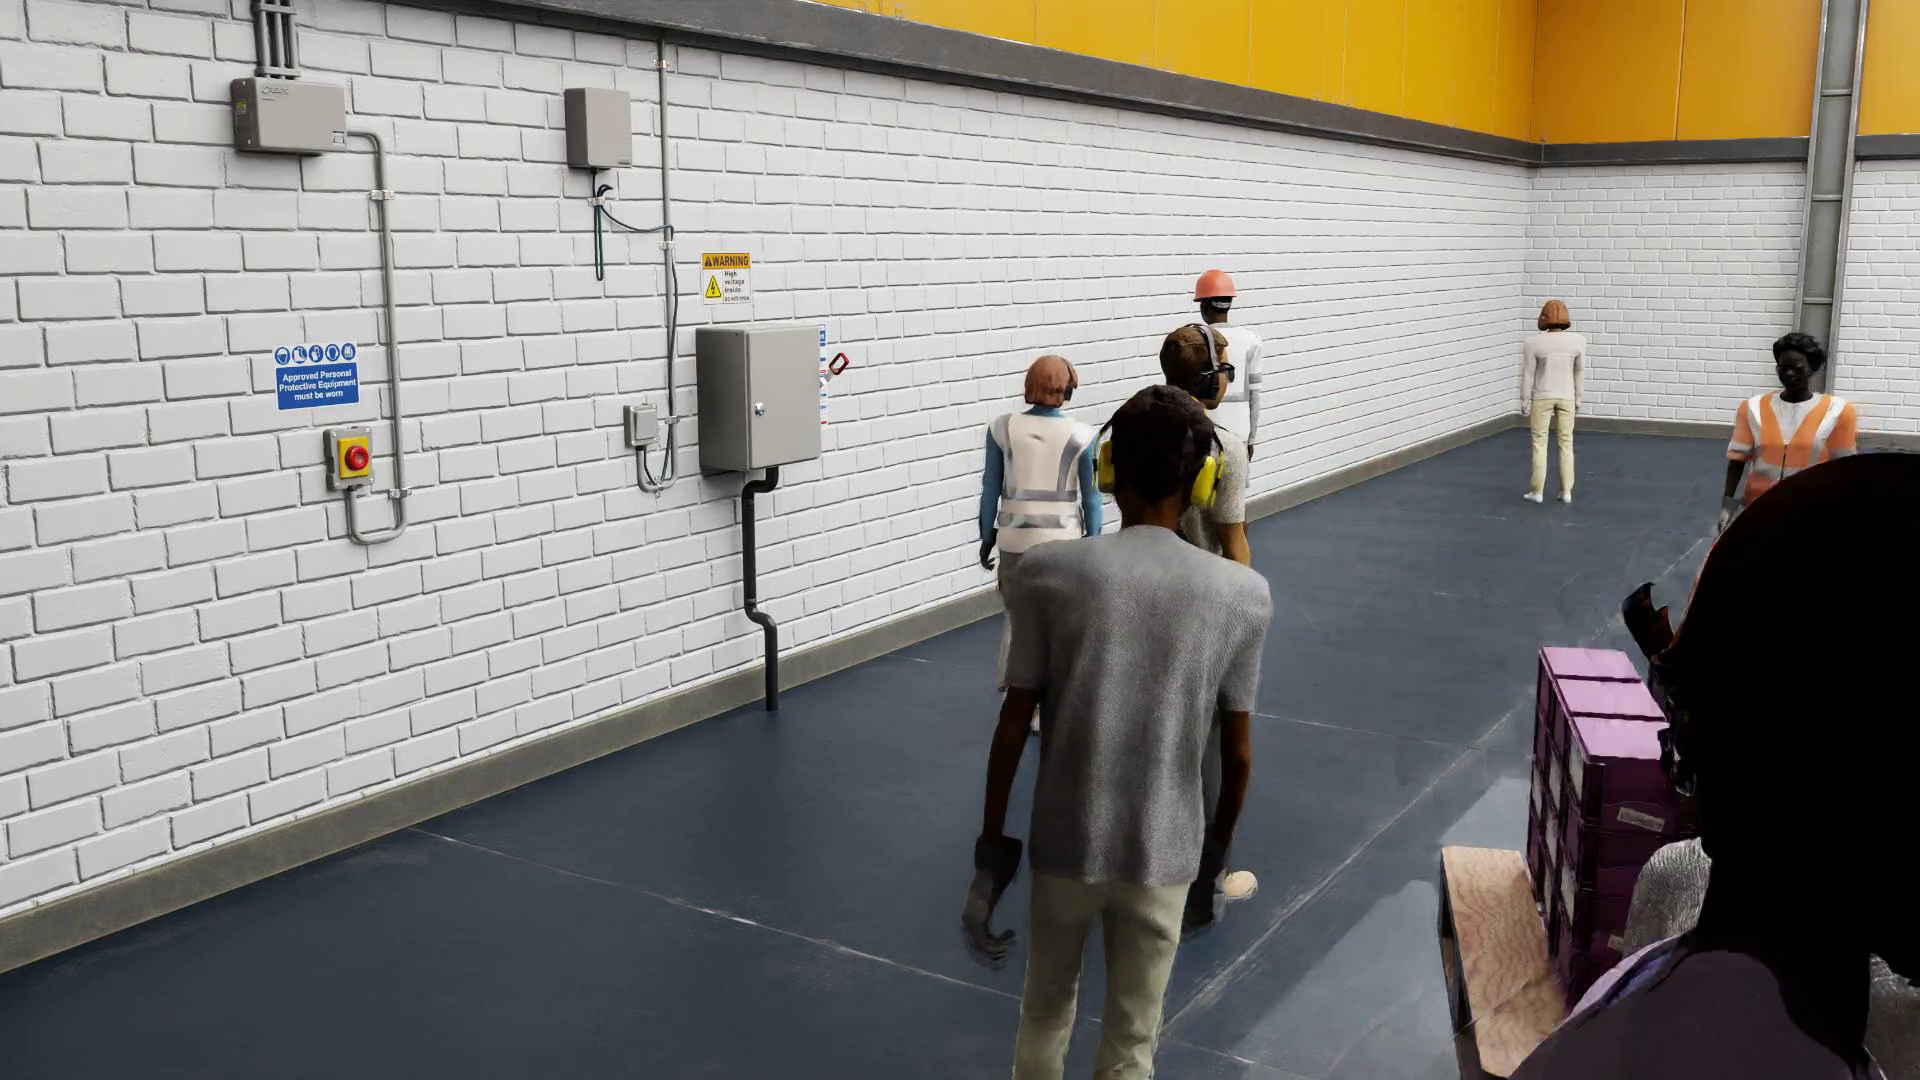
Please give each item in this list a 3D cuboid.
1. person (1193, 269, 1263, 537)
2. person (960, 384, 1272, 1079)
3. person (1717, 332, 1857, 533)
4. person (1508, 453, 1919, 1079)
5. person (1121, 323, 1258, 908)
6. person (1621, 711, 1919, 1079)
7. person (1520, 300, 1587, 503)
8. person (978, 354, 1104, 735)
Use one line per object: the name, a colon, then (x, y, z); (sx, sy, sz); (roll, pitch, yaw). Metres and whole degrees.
person: (1.507, -0.632, 9.885); (0.546, 1.928, 0.389); (-2, 10, -12)
person: (0.291, 0.625, 3.177); (0.560, 1.831, 0.494); (1, 10, 5)
person: (3.818, -0.122, 7.760); (0.546, 1.661, 0.752); (9, 14, 41)
person: (0.393, 0.920, 1.136); (0.936, 1.999, 0.635); (8, 13, 37)
person: (0.719, 0.242, 5.268); (0.345, 1.846, 0.506); (-9, 13, -40)
person: (0.761, 0.931, 1.567); (0.725, 1.841, 0.494); (-3, 11, -14)
person: (4.747, -1.105, 13.343); (0.501, 1.633, 0.281); (1, 10, 3)
person: (0.349, 0.024, 7.075); (0.530, 1.623, 0.372); (3, 11, 16)
